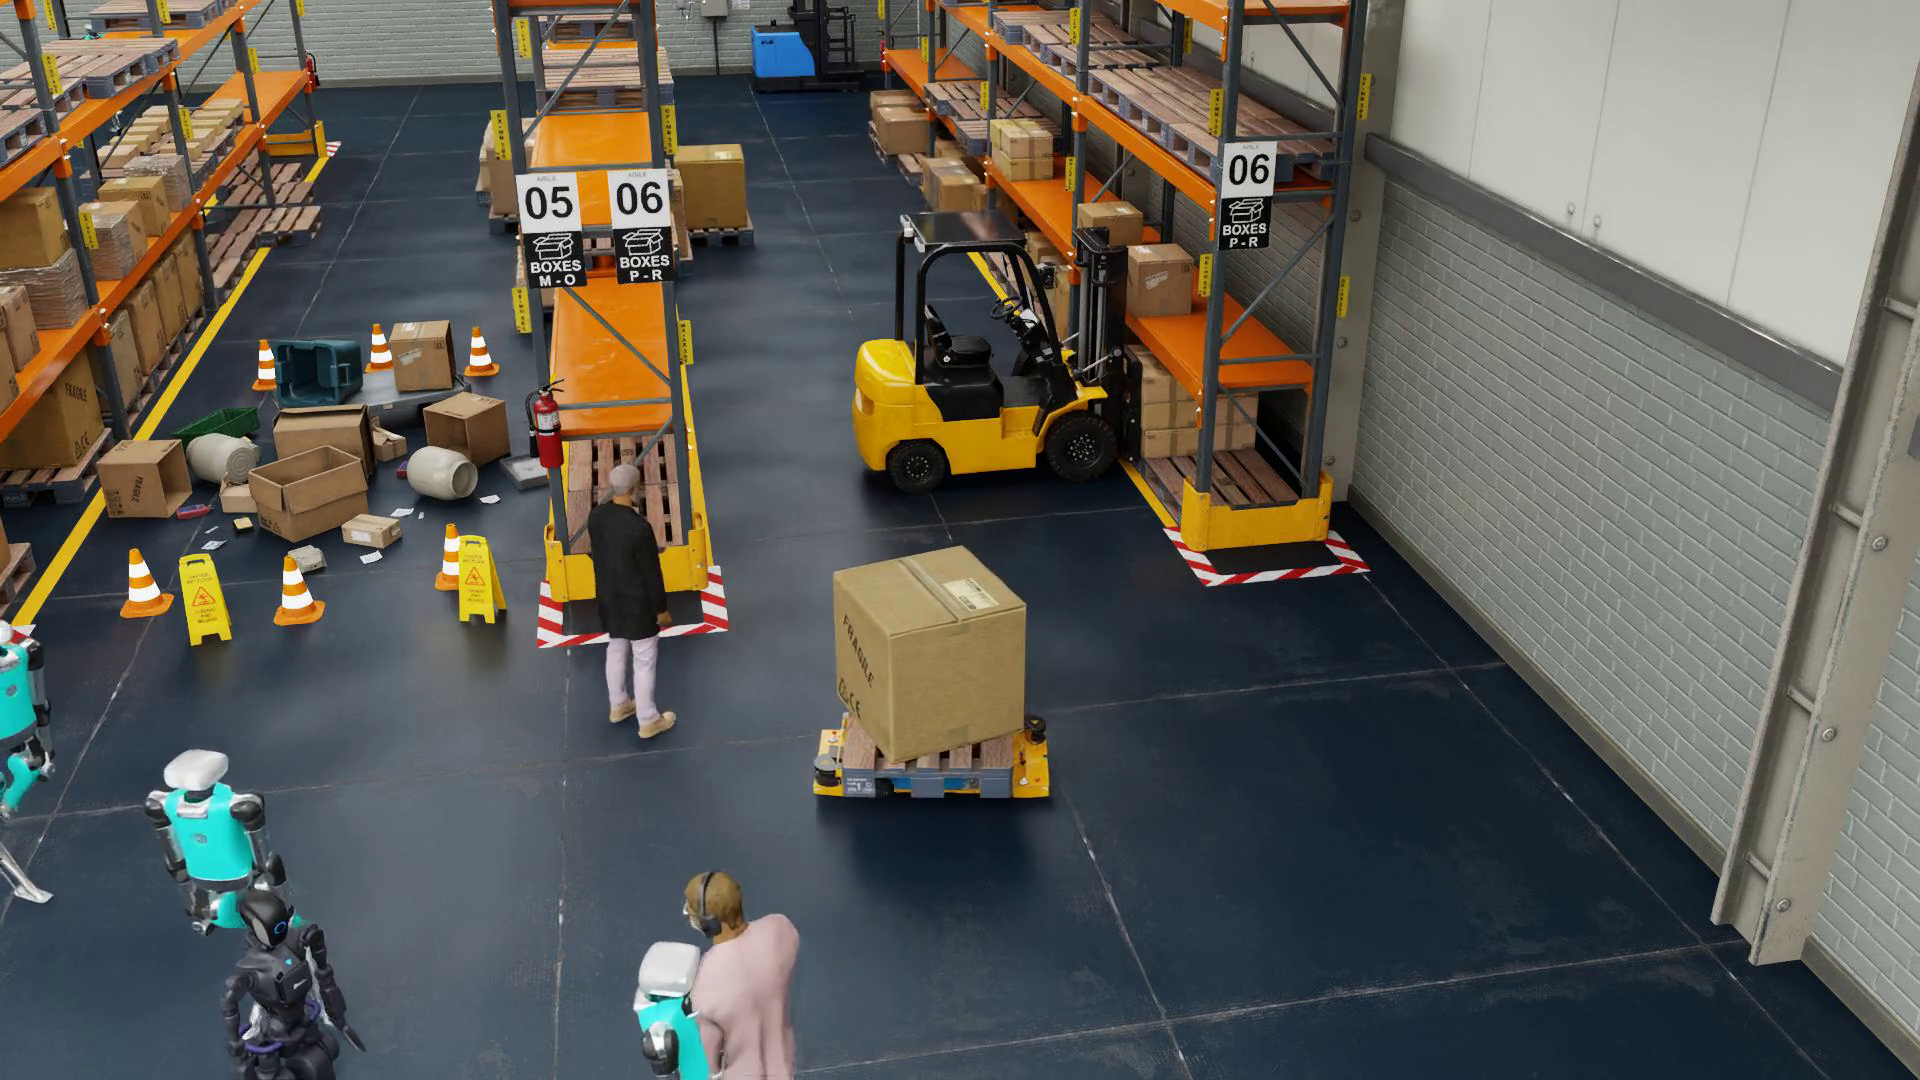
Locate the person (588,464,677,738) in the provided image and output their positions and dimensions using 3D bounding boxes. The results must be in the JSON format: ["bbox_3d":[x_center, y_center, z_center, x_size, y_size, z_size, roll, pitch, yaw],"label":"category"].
[{"bbox_3d":[-2.087,0.393,10.494,0.542,1.847,0.403,18,31,32],"label":"person"}]

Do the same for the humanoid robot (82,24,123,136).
[{"bbox_3d":[-13.738,-7.375,26.834,0.530,1.776,1.003,-21,33,-37],"label":"humanoid robot"}]

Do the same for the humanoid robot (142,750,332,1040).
[{"bbox_3d":[-3.372,1.658,7.979,0.554,1.778,0.784,1,26,2],"label":"humanoid robot"}]

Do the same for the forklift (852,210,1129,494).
[{"bbox_3d":[0.216,-1.659,14.366,2.313,2.155,1.214,-5,26,-10],"label":"forklift"}]

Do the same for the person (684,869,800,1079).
[{"bbox_3d":[-0.942,2.139,6.812,0.909,1.890,0.634,23,34,39],"label":"person"}]

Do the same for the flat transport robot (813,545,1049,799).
[{"bbox_3d":[-0.171,1.341,10.336,1.431,0.231,0.659,0,26,1],"label":"flat transport robot"}]

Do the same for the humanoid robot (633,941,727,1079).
[{"bbox_3d":[-0.833,2.333,6.591,0.998,1.747,0.530,-1,26,-2],"label":"humanoid robot"}]

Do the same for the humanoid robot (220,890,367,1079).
[{"bbox_3d":[-2.787,2.170,6.968,0.354,1.657,0.616,11,28,22],"label":"humanoid robot"}]

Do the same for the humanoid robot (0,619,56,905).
[{"bbox_3d":[-5.269,1.220,8.968,0.863,1.852,0.548,10,28,21],"label":"humanoid robot"}]

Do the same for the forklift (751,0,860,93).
[{"bbox_3d":[-2.872,-9.679,30.288,1.873,2.768,1.129,-5,26,-10],"label":"forklift"}]
